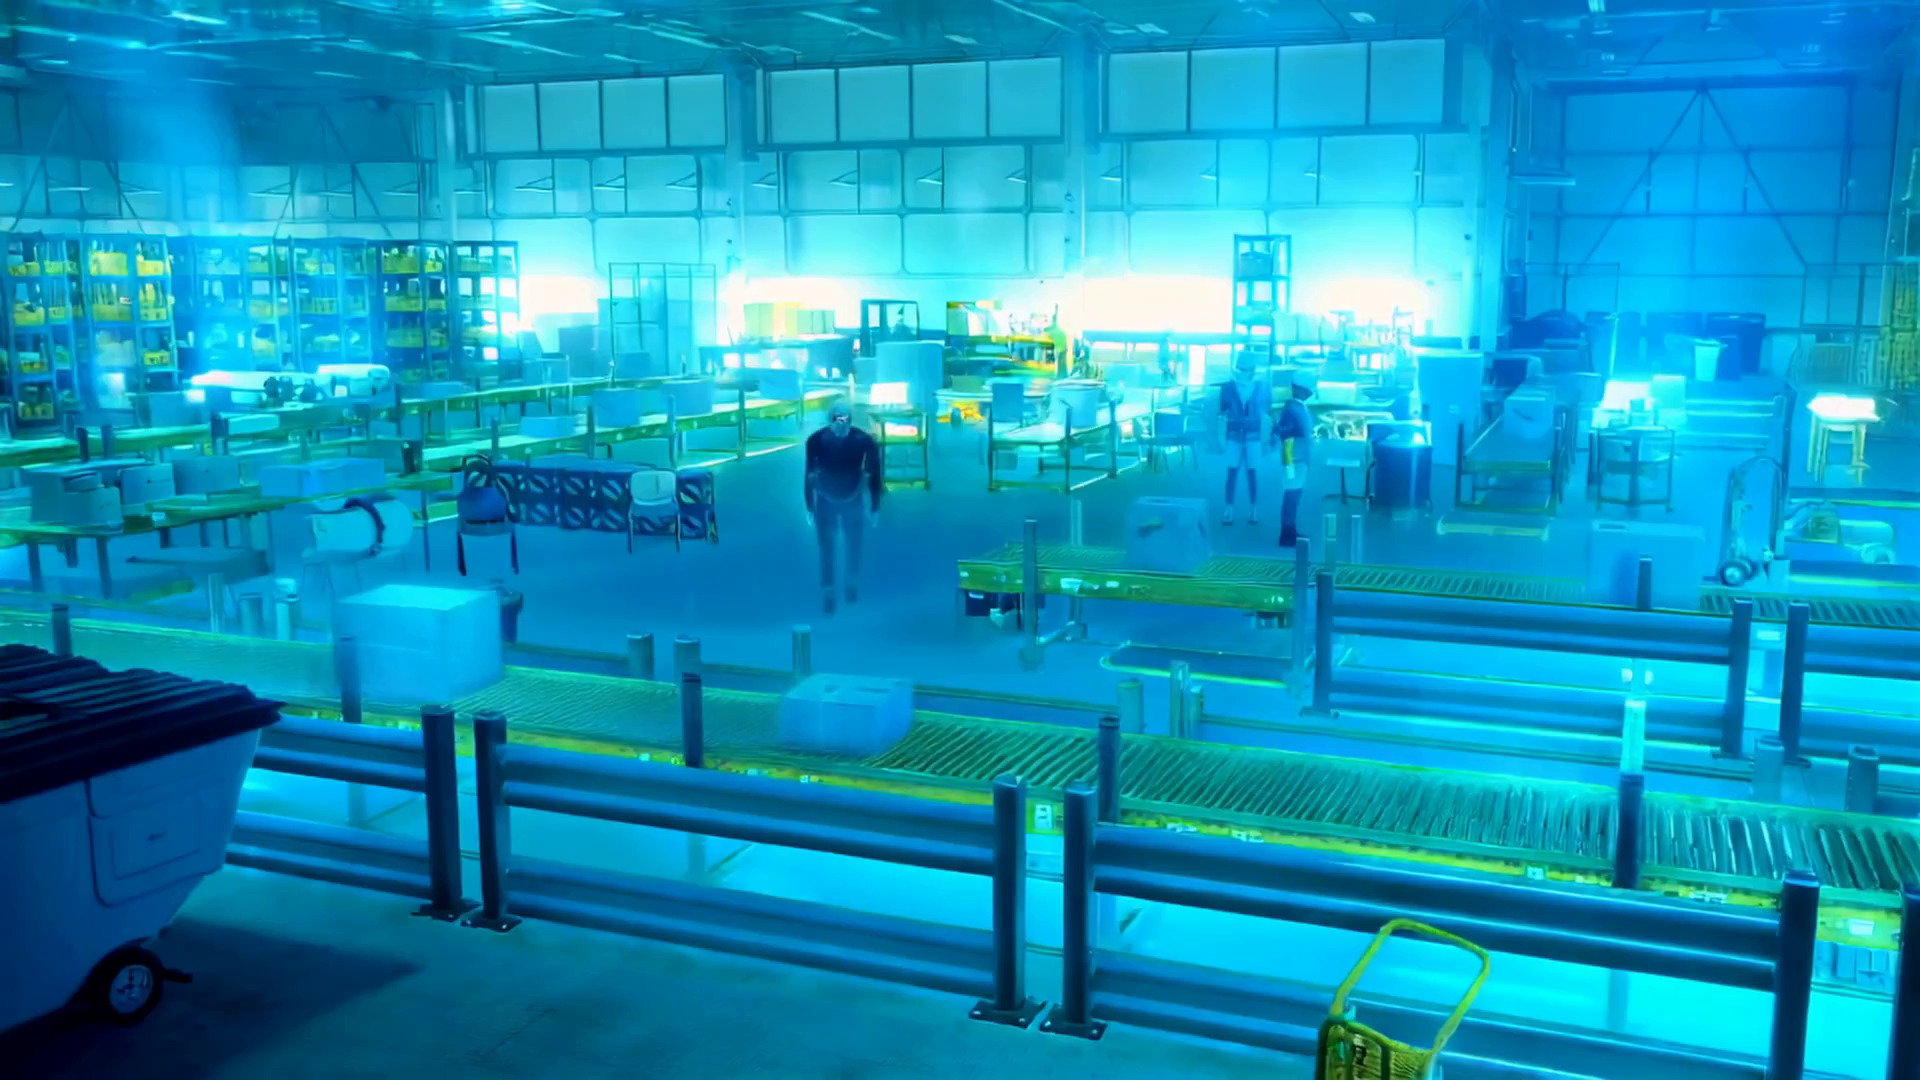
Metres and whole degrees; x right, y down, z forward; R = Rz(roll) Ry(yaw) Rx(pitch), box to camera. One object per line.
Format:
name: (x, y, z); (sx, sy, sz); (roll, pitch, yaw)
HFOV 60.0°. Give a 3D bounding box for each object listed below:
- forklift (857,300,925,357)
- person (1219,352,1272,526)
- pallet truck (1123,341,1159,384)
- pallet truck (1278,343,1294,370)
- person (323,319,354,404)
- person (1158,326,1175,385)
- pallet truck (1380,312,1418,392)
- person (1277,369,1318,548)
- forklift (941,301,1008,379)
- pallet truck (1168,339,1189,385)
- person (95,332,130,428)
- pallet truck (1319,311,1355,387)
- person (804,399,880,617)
forklift: (-1.732, -5.109, 42.468); (1.157, 1.987, 2.680); (4, 10, 22)
person: (3.318, -1.173, 19.411); (0.605, 2.034, 0.391); (3, 10, 15)
pallet truck: (4.445, -4.380, 41.279); (0.680, 1.201, 1.601); (4, 10, 22)
pallet truck: (7.886, -4.163, 39.743); (0.653, 1.274, 1.630); (4, 10, 22)
person: (-13.469, -3.904, 36.227); (1.016, 1.937, 0.644); (3, 10, 18)
person: (4.437, -3.775, 36.065); (0.696, 1.744, 0.535); (1, 9, 5)
pallet truck: (10.207, -4.283, 38.369); (0.823, 1.965, 1.885); (3, 10, 20)
person: (3.661, -0.878, 17.959); (0.395, 1.931, 0.551); (5, 10, 26)
forklift: (0.365, -4.966, 41.571); (1.157, 1.987, 2.680); (3, 10, 20)
pallet truck: (5.418, -4.269, 40.420); (0.704, 1.261, 1.522); (3, 10, 20)
person: (-15.885, -3.002, 31.227); (0.621, 1.786, 0.421); (-5, 11, -30)
pallet truck: (9.071, -4.419, 39.190); (0.823, 1.965, 1.885); (5, 10, 26)
person: (-1.042, -0.308, 14.656); (0.662, 1.878, 0.817); (0, 9, -2)
